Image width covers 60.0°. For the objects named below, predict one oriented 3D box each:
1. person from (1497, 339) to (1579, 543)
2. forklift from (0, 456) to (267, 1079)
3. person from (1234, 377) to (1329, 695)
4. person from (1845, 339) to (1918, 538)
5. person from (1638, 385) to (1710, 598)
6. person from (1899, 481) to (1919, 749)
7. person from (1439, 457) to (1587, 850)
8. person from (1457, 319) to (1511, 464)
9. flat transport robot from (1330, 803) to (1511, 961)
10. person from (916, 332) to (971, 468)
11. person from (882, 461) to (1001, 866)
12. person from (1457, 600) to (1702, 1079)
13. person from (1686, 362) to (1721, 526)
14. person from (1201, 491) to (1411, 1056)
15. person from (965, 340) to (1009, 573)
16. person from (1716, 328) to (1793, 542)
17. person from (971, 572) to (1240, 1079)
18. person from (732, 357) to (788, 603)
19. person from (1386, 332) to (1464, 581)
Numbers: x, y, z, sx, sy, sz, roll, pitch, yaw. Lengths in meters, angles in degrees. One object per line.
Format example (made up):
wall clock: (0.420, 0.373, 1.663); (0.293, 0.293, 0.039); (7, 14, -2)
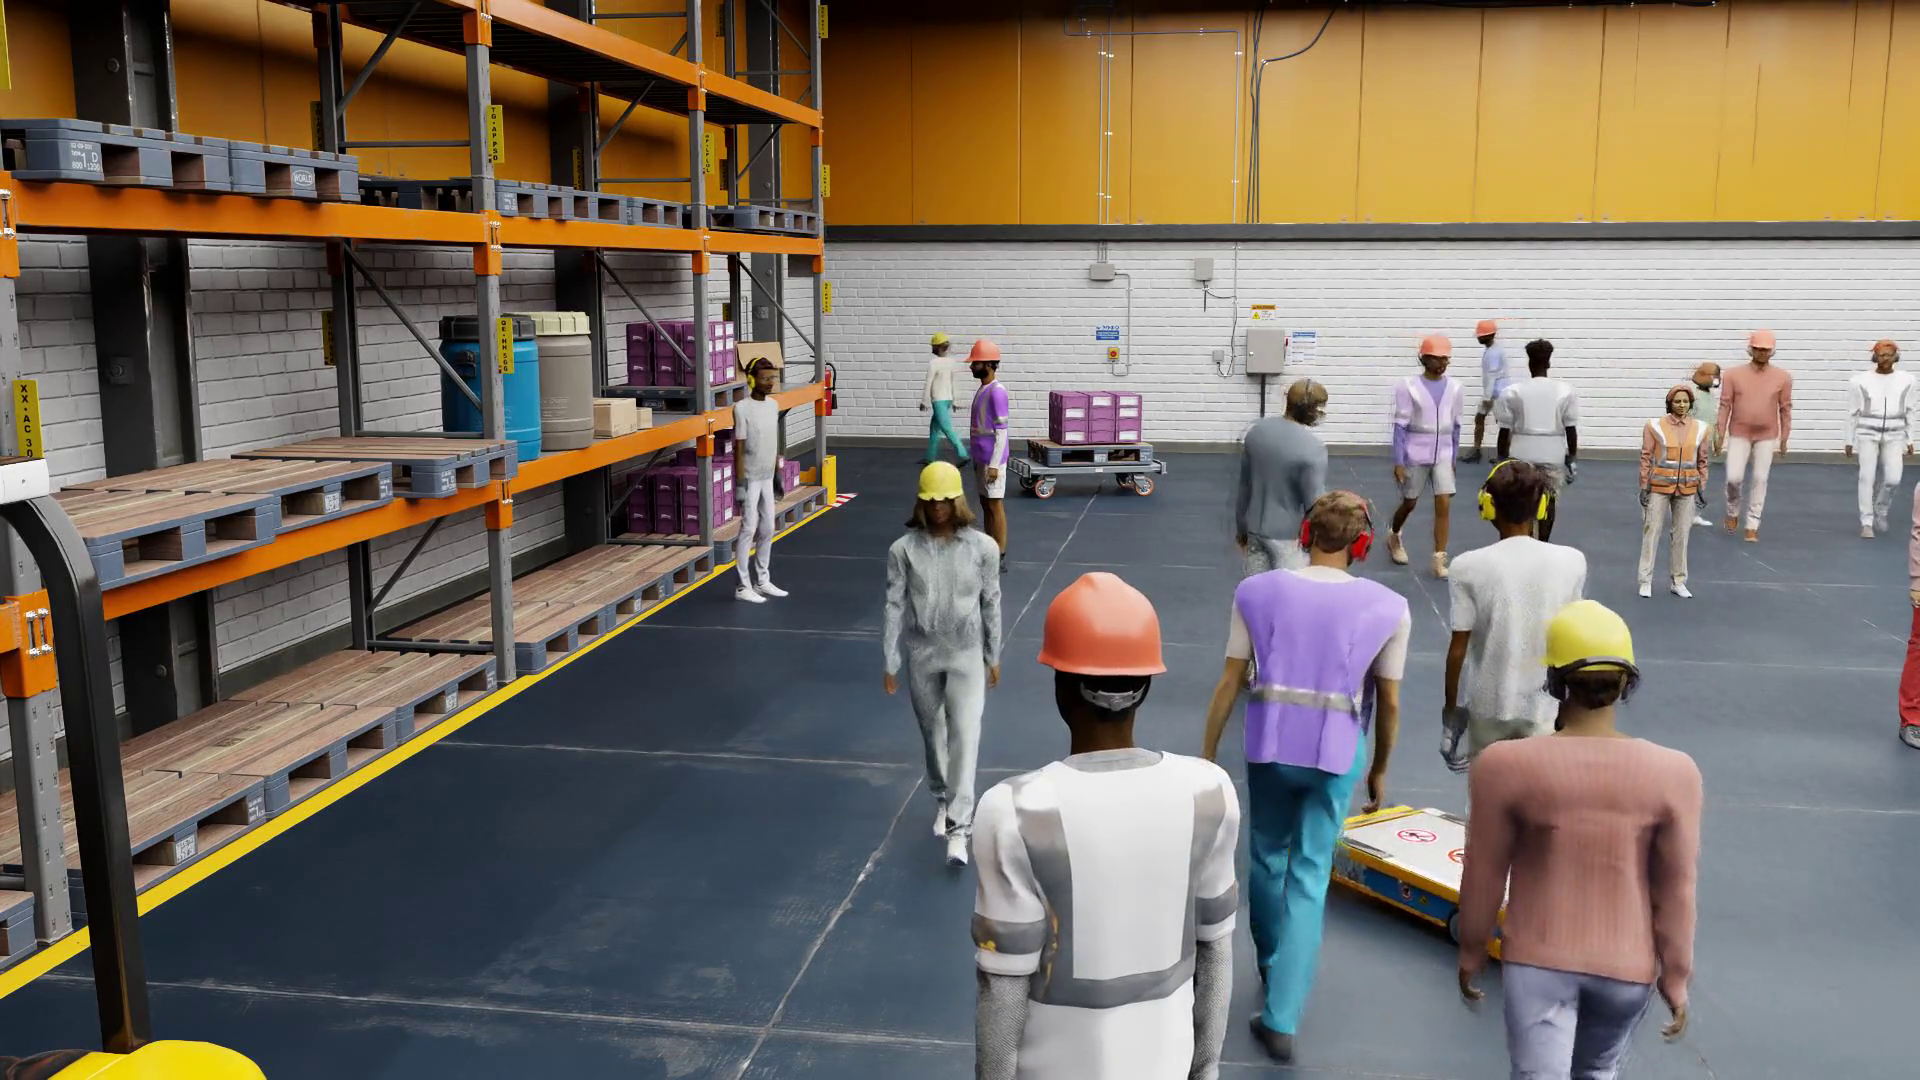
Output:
person: (4.763, -0.685, 13.750); (0.647, 1.945, 0.612); (2, 10, 15)
forklift: (-2.328, 0.975, 2.765); (2.313, 2.155, 1.214); (1, 9, 9)
person: (1.846, 0.005, 9.675); (0.375, 1.902, 0.732); (-6, 11, -32)
person: (8.605, -0.941, 15.563); (0.598, 1.870, 0.407); (3, 10, 19)
person: (5.466, -0.370, 12.759); (0.514, 1.642, 0.310); (1, 9, 5)
person: (5.229, 0.227, 8.717); (0.523, 1.760, 0.328); (-1, 9, -5)
person: (1.977, 0.632, 5.945); (0.521, 1.846, 0.629); (1, 9, 4)
person: (6.808, -1.892, 21.425); (0.821, 1.876, 0.548); (1, 9, 5)
flat transport robot: (1.960, 1.319, 6.554); (0.652, 0.197, 1.431); (-6, 11, -31)
person: (-0.204, -1.783, 21.215); (0.890, 1.725, 0.525); (5, 11, 29)
person: (-0.085, 0.519, 7.087); (0.502, 1.692, 0.895); (1, 9, 5)
person: (1.475, 1.011, 3.973); (0.529, 1.728, 0.875); (1, 9, 8)
person: (7.276, -0.932, 16.283); (0.519, 1.617, 0.344); (-6, 11, -32)
person: (1.125, 0.731, 5.508); (0.668, 1.789, 0.841); (3, 10, 17)
person: (0.218, -0.683, 13.775); (0.364, 1.939, 0.542); (-2, 10, -14)
person: (7.354, -0.972, 15.408); (0.638, 1.984, 0.441); (3, 10, 19)
person: (0.262, 1.023, 3.257); (0.552, 1.936, 0.358); (-4, 10, -21)
person: (-1.526, -0.453, 12.629); (0.328, 1.855, 0.531); (5, 11, 30)
person: (3.846, -0.717, 13.763); (0.612, 2.013, 0.980); (-1, 9, -8)
